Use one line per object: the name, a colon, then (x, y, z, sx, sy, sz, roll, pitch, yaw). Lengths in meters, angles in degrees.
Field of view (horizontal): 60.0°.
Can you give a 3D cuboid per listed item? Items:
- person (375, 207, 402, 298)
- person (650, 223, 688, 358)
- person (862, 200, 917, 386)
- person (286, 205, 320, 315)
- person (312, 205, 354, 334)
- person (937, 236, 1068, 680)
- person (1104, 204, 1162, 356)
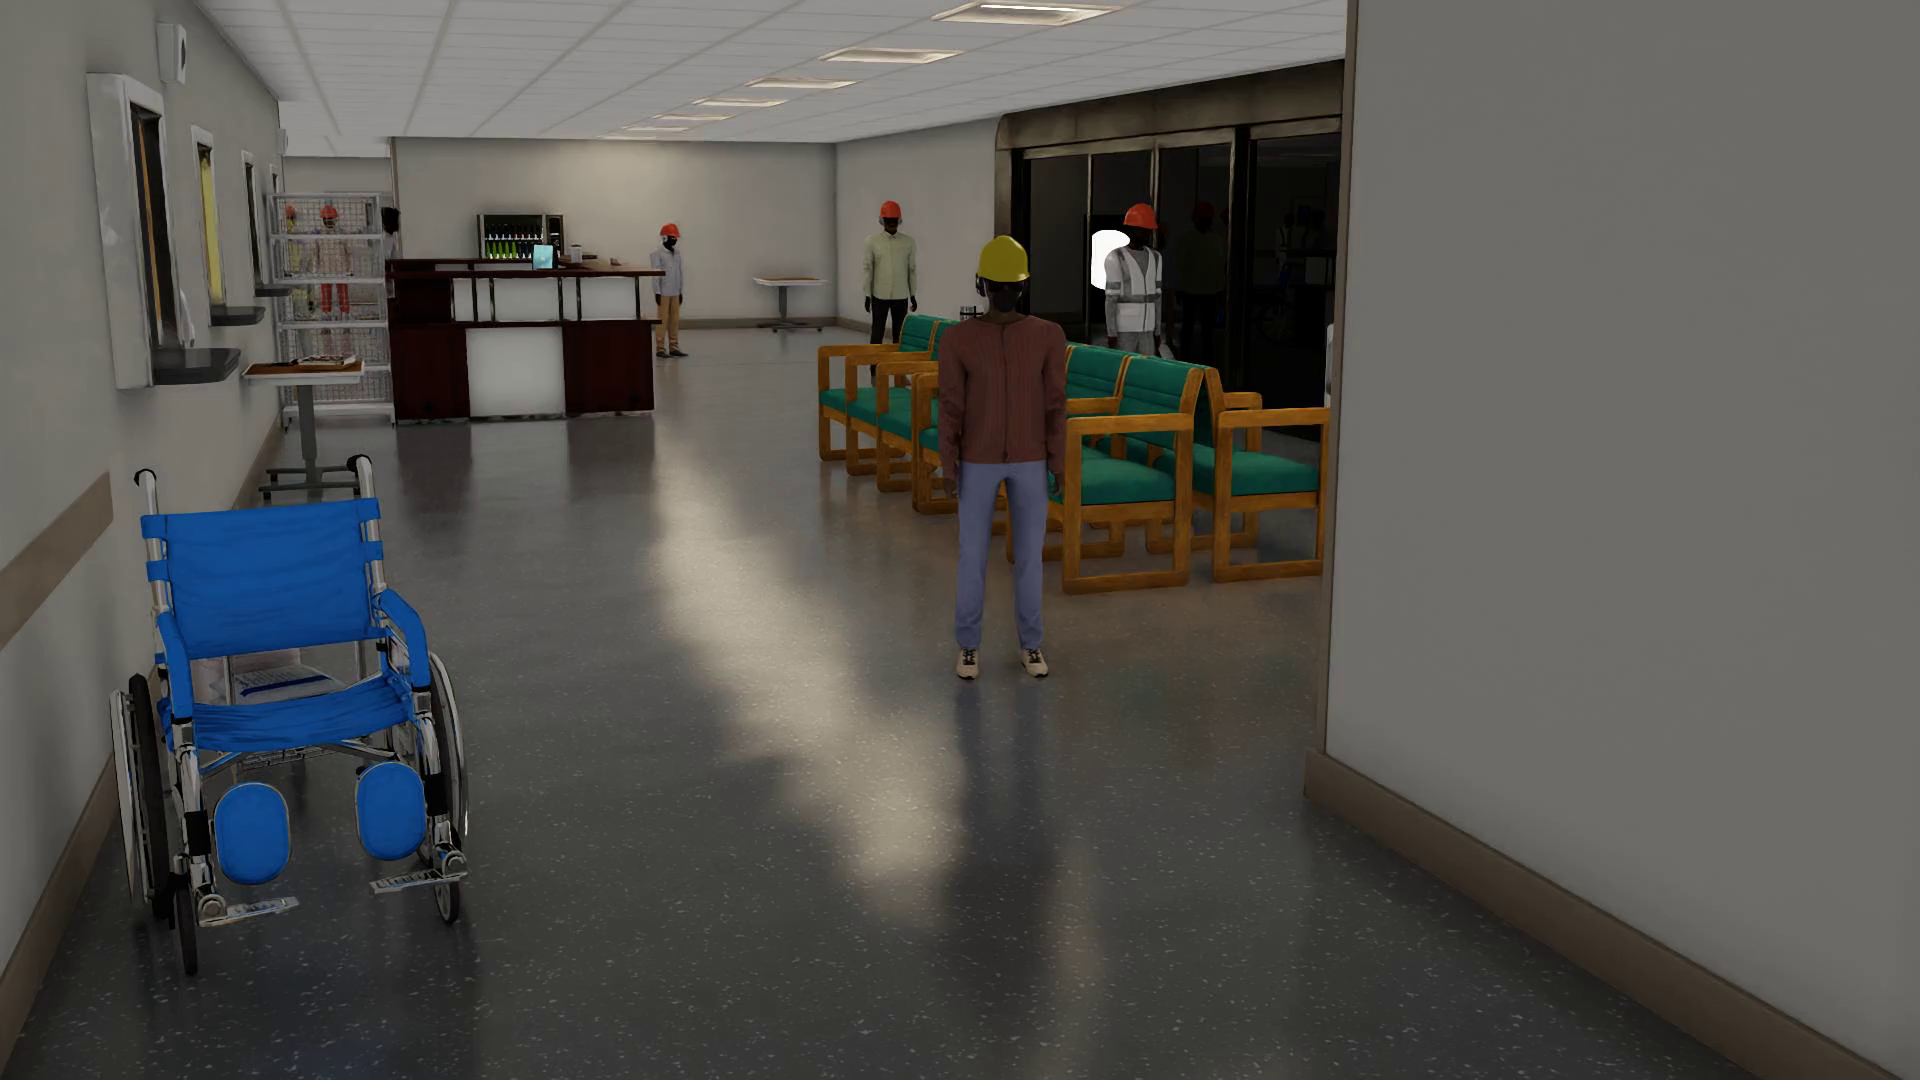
person: (-7.580, -3.472, 22.282, 0.463, 1.948, 0.624, -5, 12, -26)
person: (-3.778, -3.242, 21.640, 0.355, 1.743, 0.565, 6, 13, 30)
person: (-0.748, -2.658, 17.997, 0.614, 1.993, 0.395, -4, 12, -19)
person: (-11.733, -4.886, 29.357, 0.563, 2.023, 0.632, -4, 12, -18)
person: (-9.722, -4.180, 25.820, 0.612, 1.991, 0.392, -3, 11, -13)
person: (0.170, -0.310, 6.570, 0.518, 1.756, 0.349, -2, 11, -10)
person: (1.403, -1.701, 13.267, 0.546, 1.929, 0.387, -7, 13, -32)
